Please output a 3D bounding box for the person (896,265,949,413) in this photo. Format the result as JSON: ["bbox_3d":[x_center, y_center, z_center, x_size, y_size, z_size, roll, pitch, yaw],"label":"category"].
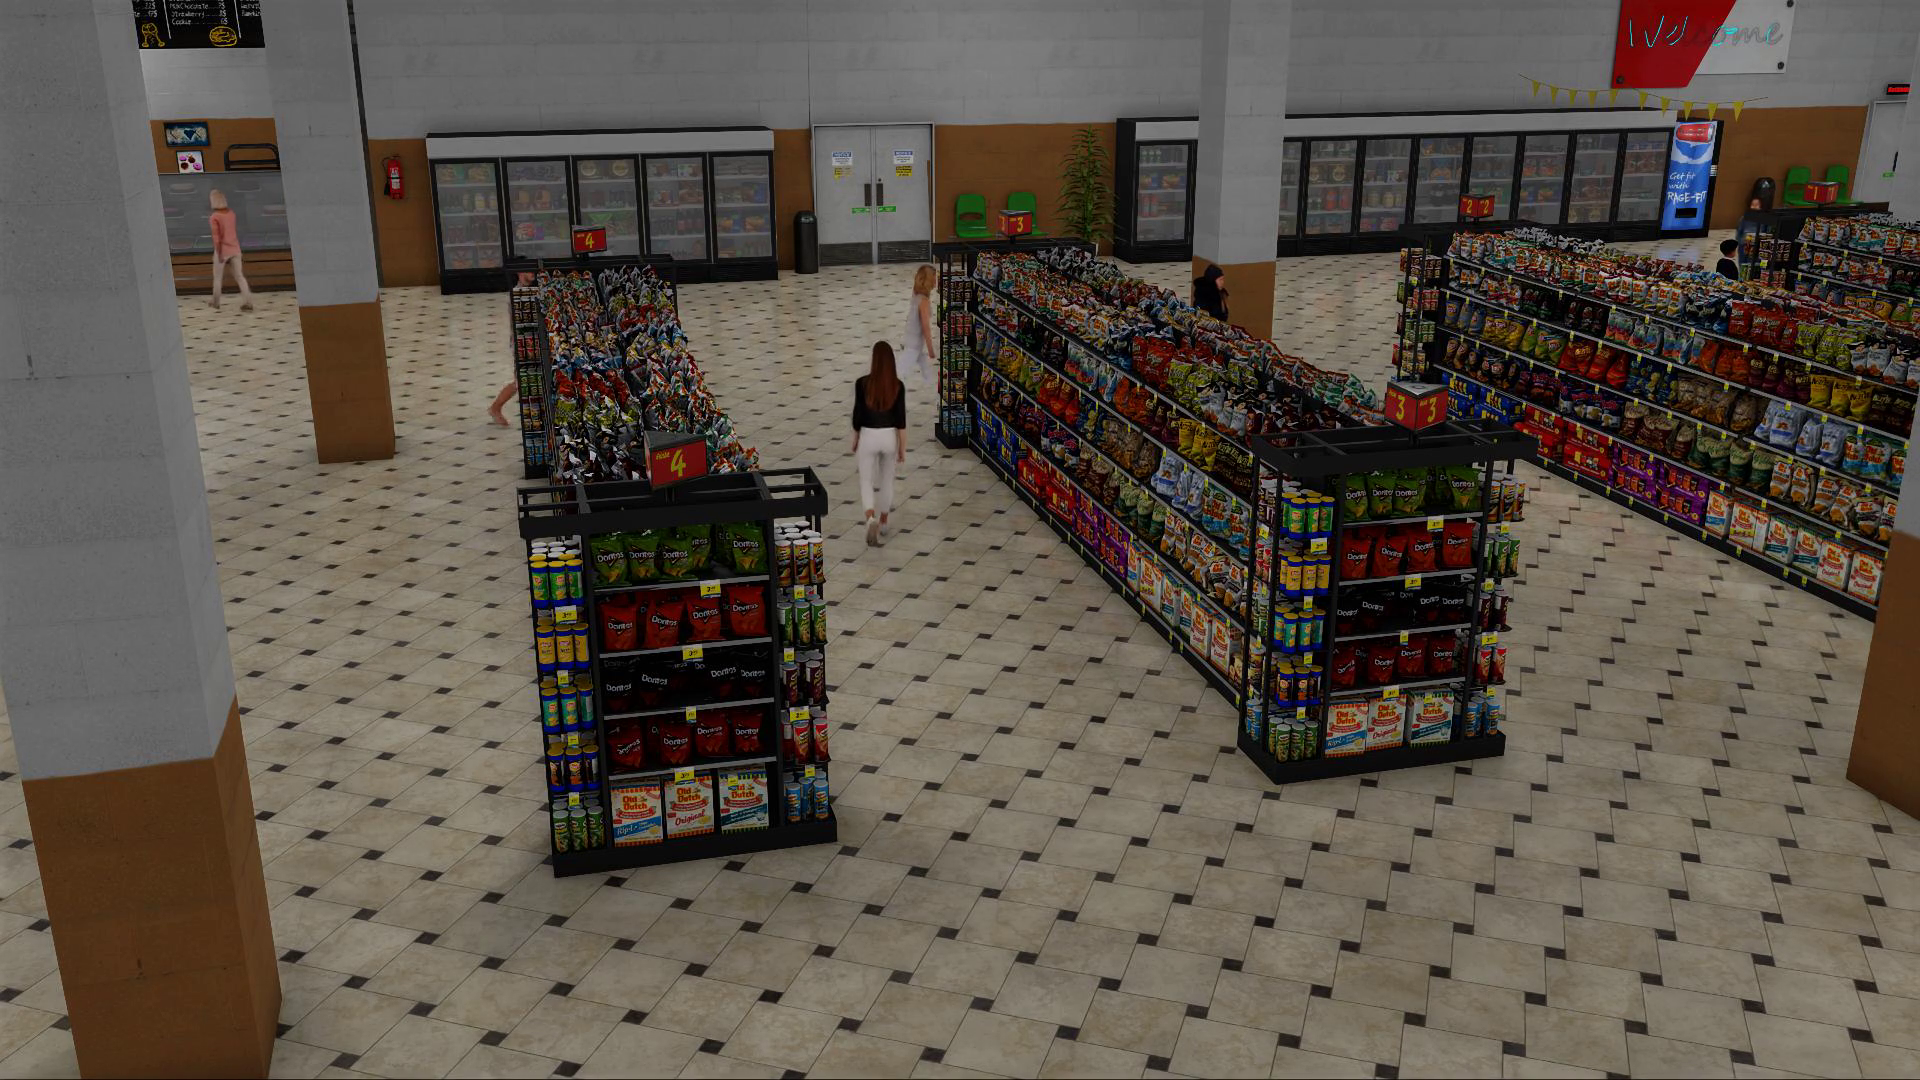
[{"bbox_3d":[-0.577,-2.086,17.757,0.768,1.598,1.100,-3,19,-10],"label":"person"}]

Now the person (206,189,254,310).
[{"bbox_3d":[-10.288,-4.068,23.496,1.076,1.687,1.026,9,21,26],"label":"person"}]

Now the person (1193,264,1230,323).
[{"bbox_3d":[2.620,-2.094,17.661,0.847,1.675,0.784,10,21,27],"label":"person"}]

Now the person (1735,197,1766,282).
[{"bbox_3d":[11.701,-4.329,24.619,0.851,1.465,0.905,11,22,30],"label":"person"}]

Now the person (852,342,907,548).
[{"bbox_3d":[-0.679,-0.775,13.736,0.734,1.682,1.068,-1,19,-3],"label":"person"}]

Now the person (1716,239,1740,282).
[{"bbox_3d":[10.218,-3.409,22.269,0.557,1.222,0.403,-5,19,-16],"label":"person"}]
